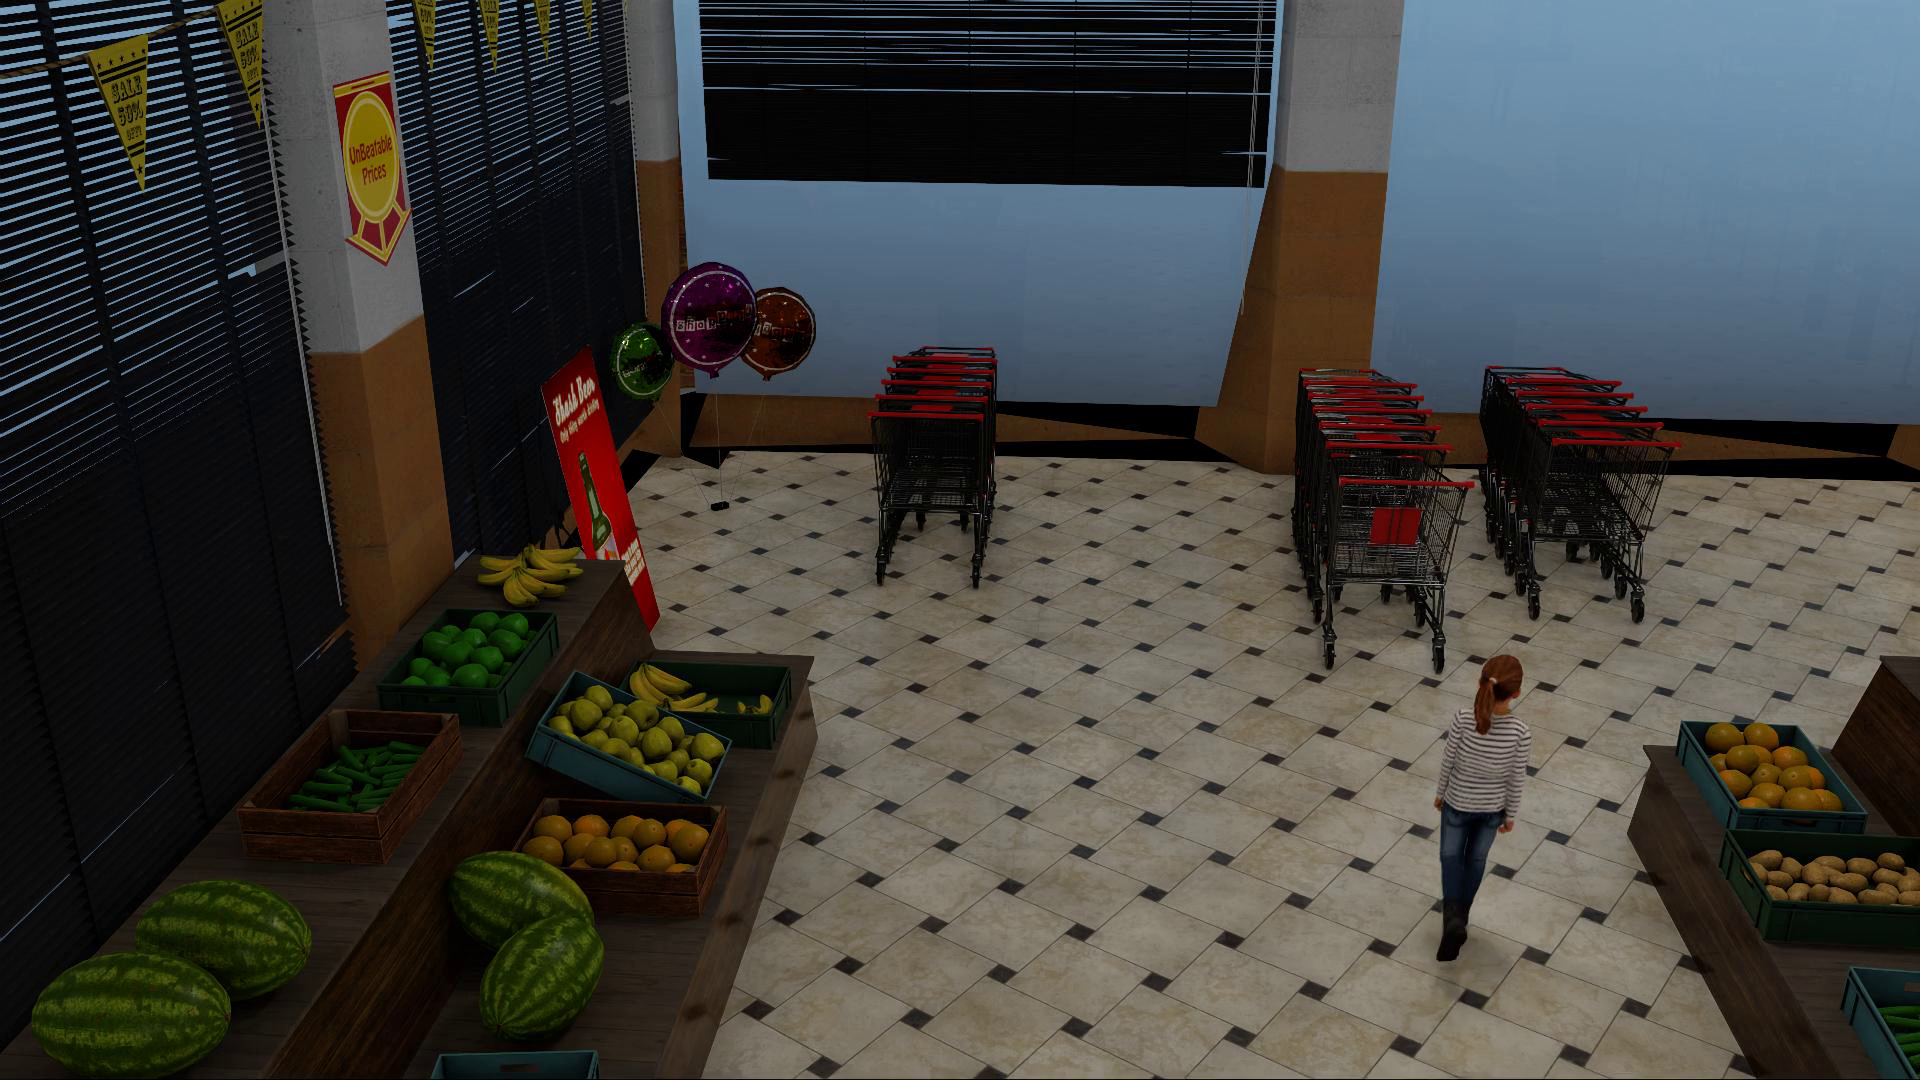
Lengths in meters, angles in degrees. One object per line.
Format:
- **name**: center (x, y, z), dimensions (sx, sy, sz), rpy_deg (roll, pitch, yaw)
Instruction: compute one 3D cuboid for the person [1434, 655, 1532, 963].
- **person**: center (2.059, 1.098, 6.649), dimensions (0.583, 1.298, 0.830), rpy_deg (7, 23, 16)
